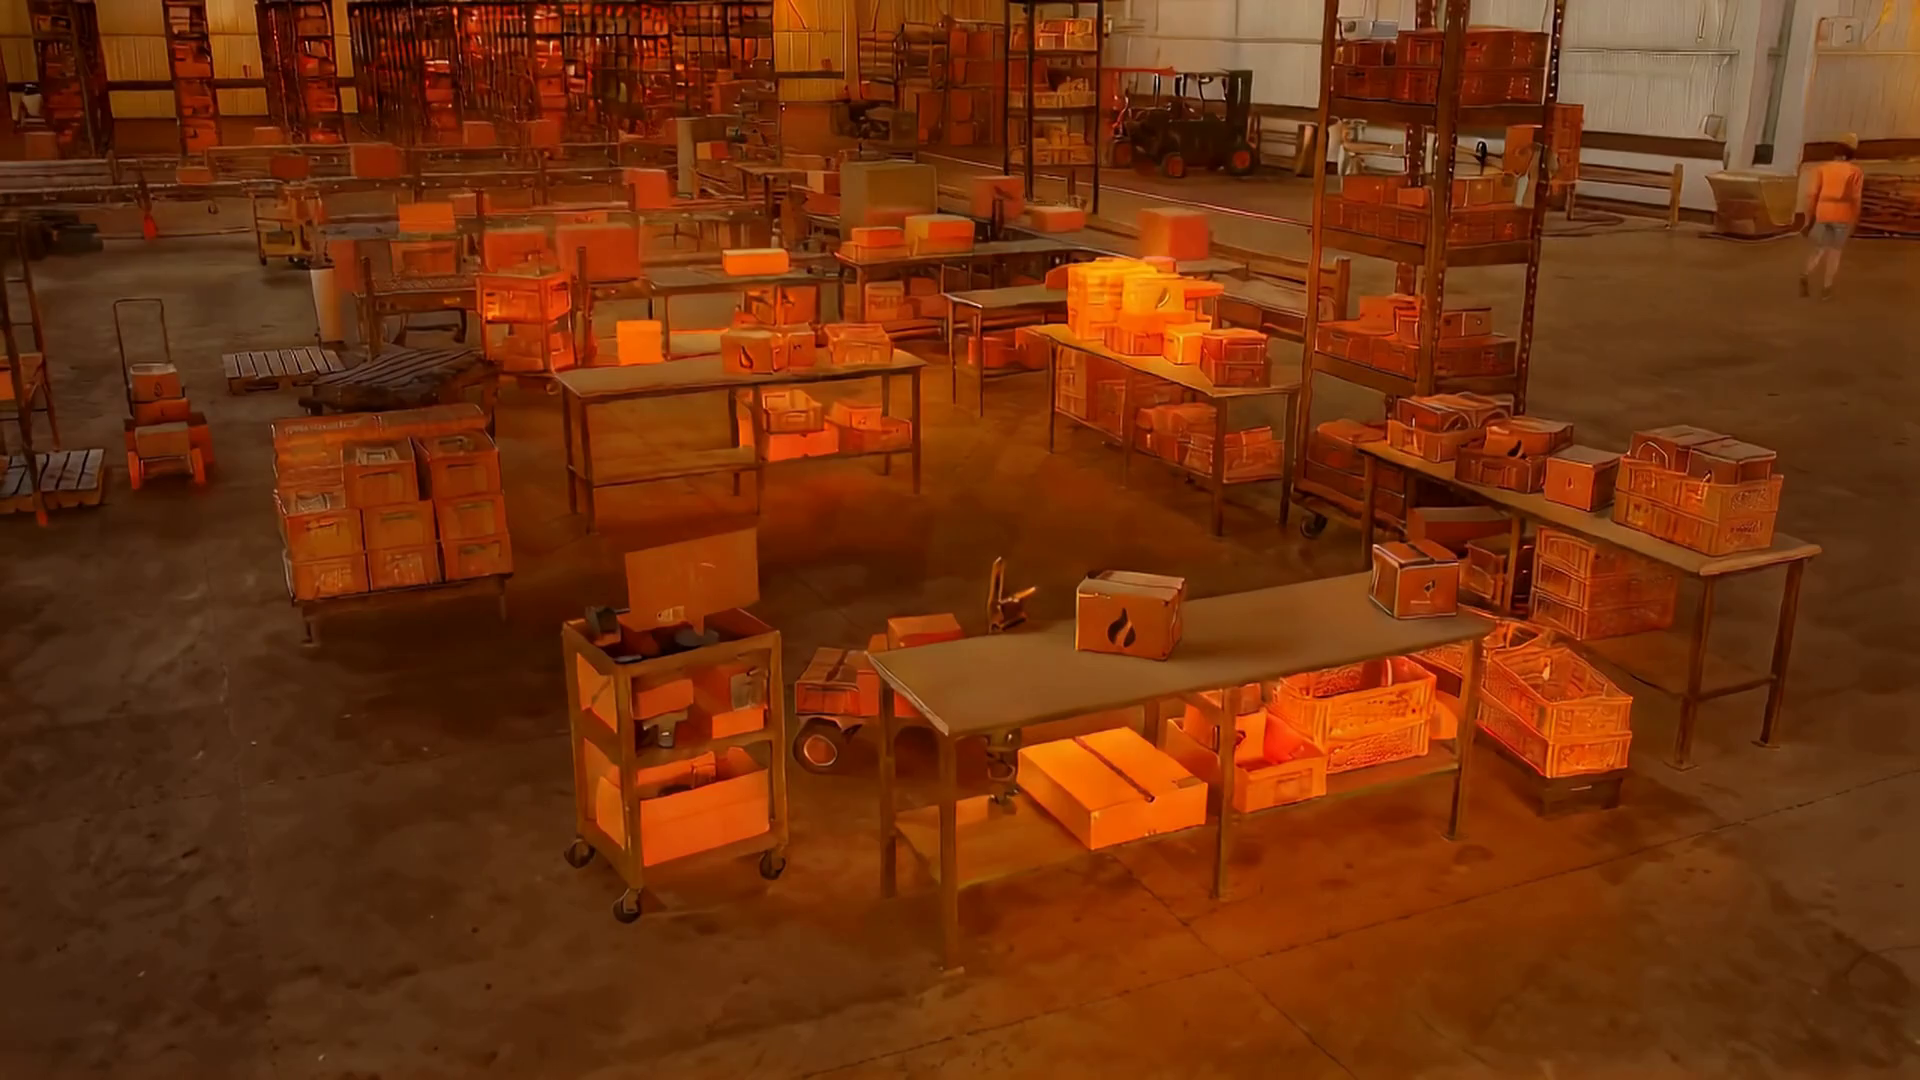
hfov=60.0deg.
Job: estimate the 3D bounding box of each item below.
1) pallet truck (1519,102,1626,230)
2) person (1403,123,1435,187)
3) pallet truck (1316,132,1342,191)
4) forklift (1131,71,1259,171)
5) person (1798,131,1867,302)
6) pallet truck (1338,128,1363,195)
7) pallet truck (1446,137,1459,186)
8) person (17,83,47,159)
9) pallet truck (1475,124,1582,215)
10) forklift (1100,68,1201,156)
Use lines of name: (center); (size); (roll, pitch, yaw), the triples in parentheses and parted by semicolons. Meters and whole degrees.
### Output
pallet truck: (9.972, -6.037, 26.785); (1.885, 1.965, 0.823); (-9, 20, -25)
person: (8.391, -7.130, 30.374); (0.405, 1.911, 0.636); (-13, 22, -35)
pallet truck: (7.723, -7.504, 32.656); (1.601, 1.201, 0.680); (-8, 19, -23)
forklift: (4.998, -8.936, 35.413); (2.680, 1.987, 1.157); (-9, 20, -25)
person: (10.363, -3.827, 19.781); (0.602, 2.026, 0.614); (-15, 23, -39)
pallet truck: (7.845, -7.140, 31.411); (1.522, 1.261, 0.704); (-9, 20, -25)
pallet truck: (9.184, -6.485, 29.328); (1.630, 1.274, 0.653); (-8, 19, -23)
person: (-21.222, -9.508, 38.039); (0.618, 1.796, 0.838); (-15, 23, -39)
pallet truck: (9.707, -6.455, 28.103); (1.885, 1.965, 0.823); (-7, 19, -20)
forklift: (4.082, -9.564, 37.410); (2.680, 1.987, 1.157); (-8, 19, -23)
